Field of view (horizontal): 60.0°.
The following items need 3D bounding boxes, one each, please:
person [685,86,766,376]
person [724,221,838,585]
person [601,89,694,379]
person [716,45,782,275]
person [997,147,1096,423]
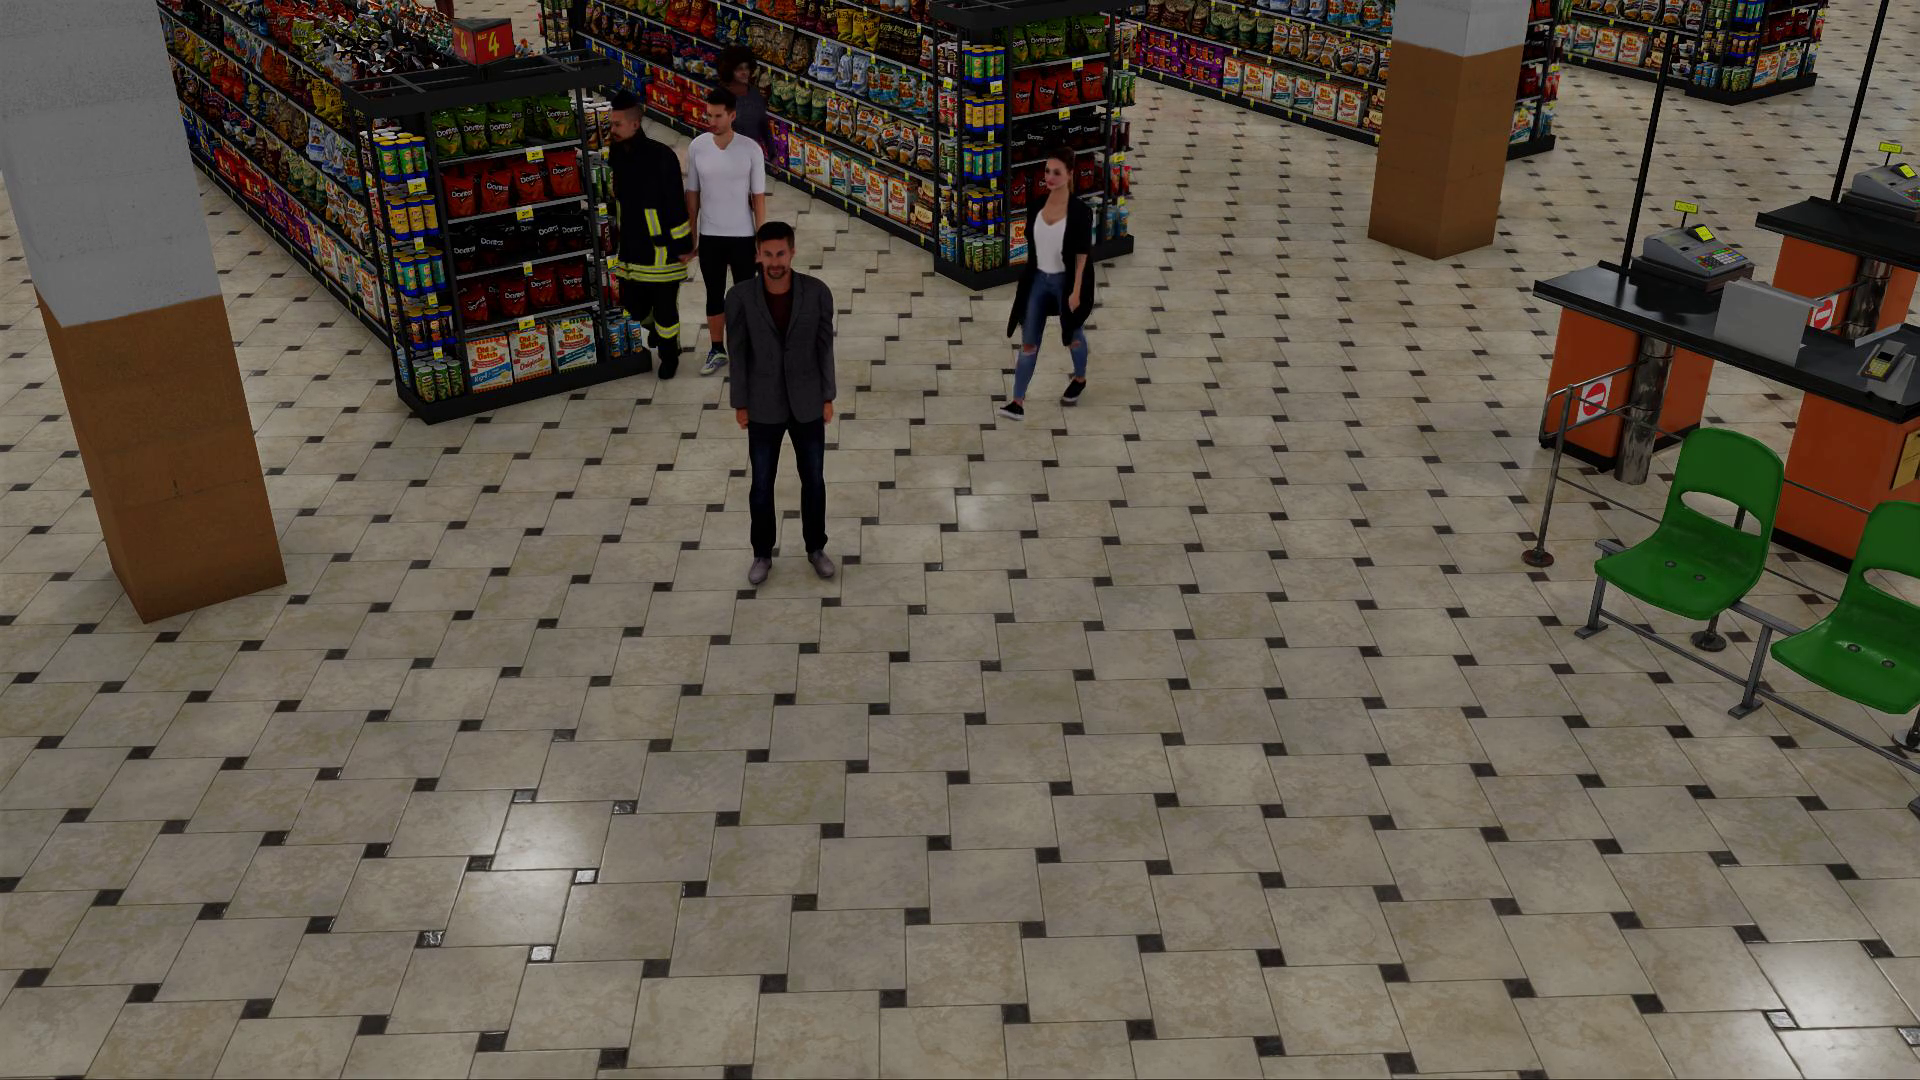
[{"bbox_3d":[-1.482,-1.967,10.605,0.749,1.854,0.794,3,29,6],"label":"person"},{"bbox_3d":[-0.868,-0.675,8.219,0.774,1.873,0.751,-5,29,-9],"label":"person"},{"bbox_3d":[-1.952,-1.964,10.616,1.039,1.838,1.095,9,30,16],"label":"person"},{"bbox_3d":[-1.664,-2.791,12.293,0.678,1.682,0.992,-23,36,-35],"label":"person"},{"bbox_3d":[0.641,-1.543,10.055,1.132,1.636,0.980,16,33,27],"label":"person"}]
